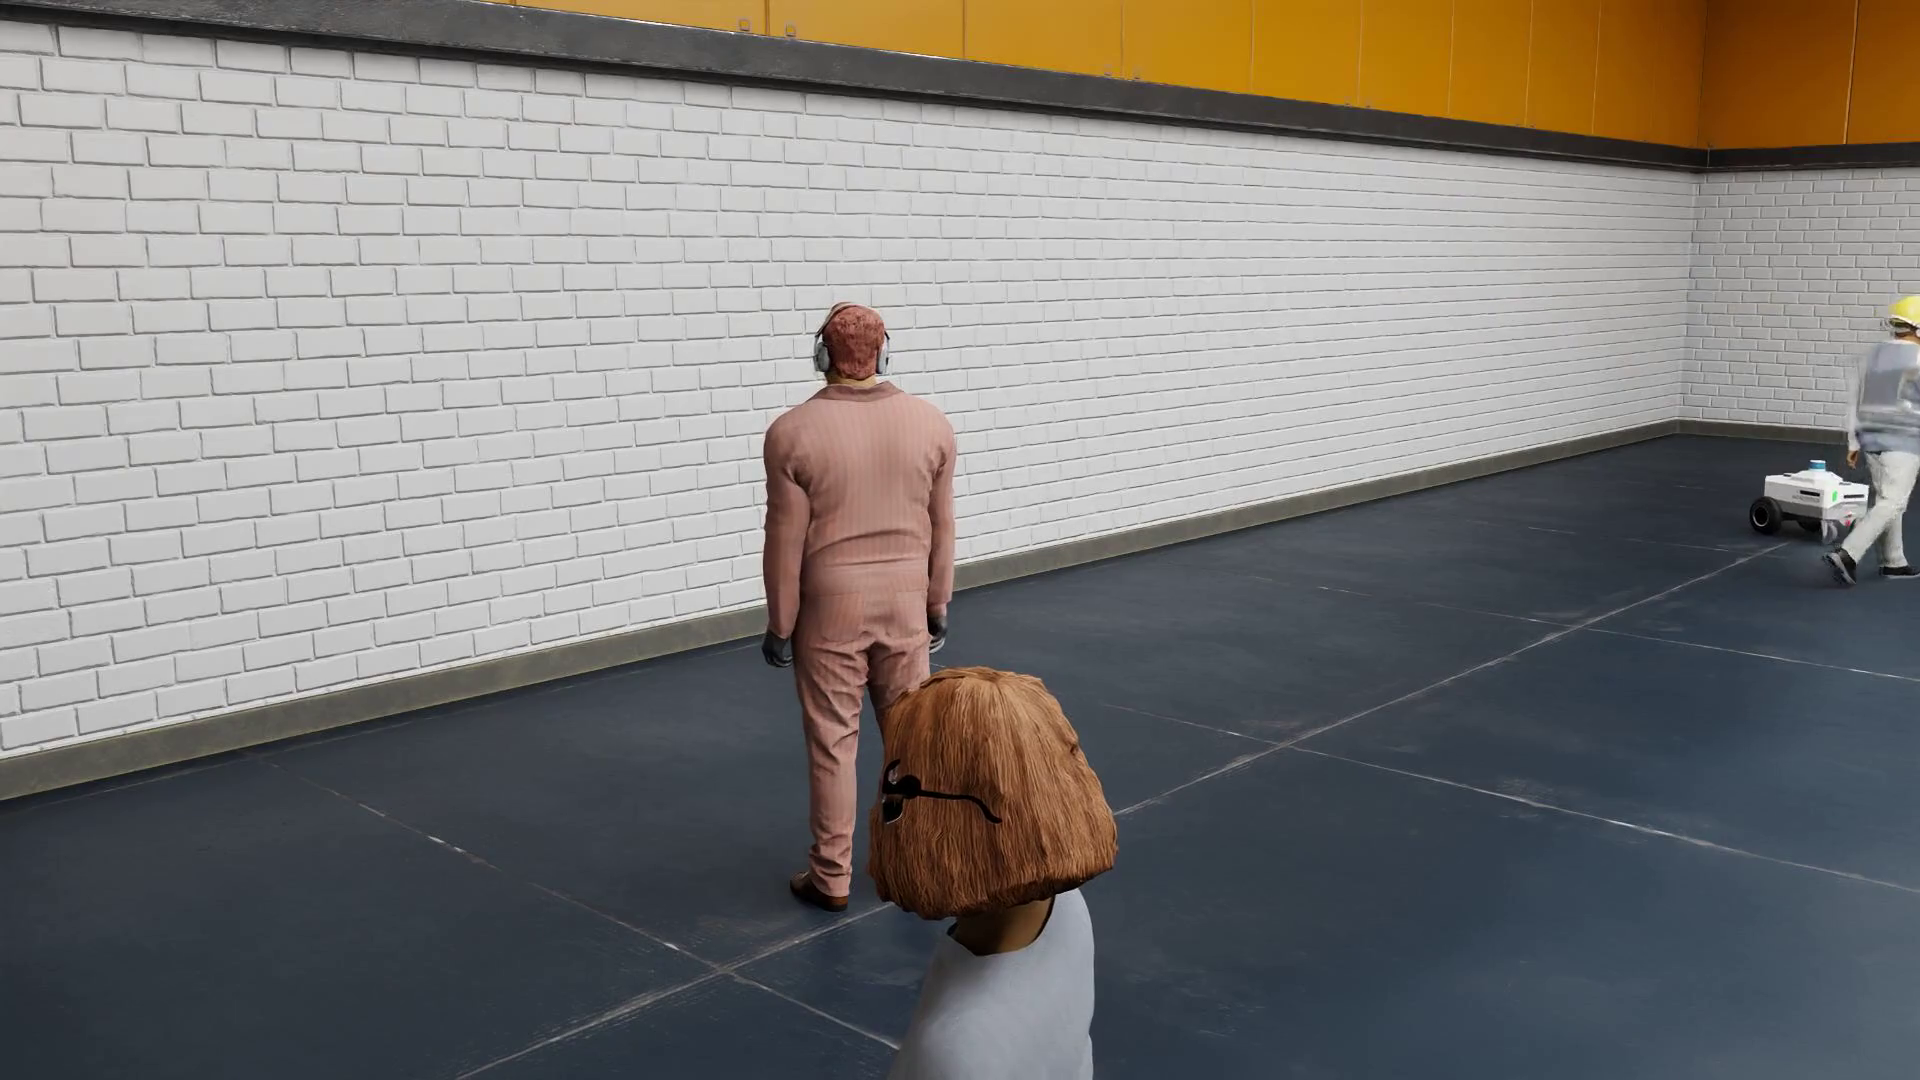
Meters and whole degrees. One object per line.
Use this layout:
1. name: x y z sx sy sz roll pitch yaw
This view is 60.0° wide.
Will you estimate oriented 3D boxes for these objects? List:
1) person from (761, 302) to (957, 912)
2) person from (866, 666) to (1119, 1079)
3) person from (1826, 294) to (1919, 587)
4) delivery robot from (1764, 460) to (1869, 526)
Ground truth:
1. person: -0.327 0.213 5.248 0.636 1.911 0.406 -4 11 -24
2. person: 0.026 0.941 1.883 0.286 1.633 0.499 2 10 11
3. person: 5.690 -0.602 10.212 0.841 1.804 0.604 -4 11 -19
4. delivery robot: 6.108 -0.326 11.873 0.477 0.478 0.707 -3 10 -16
